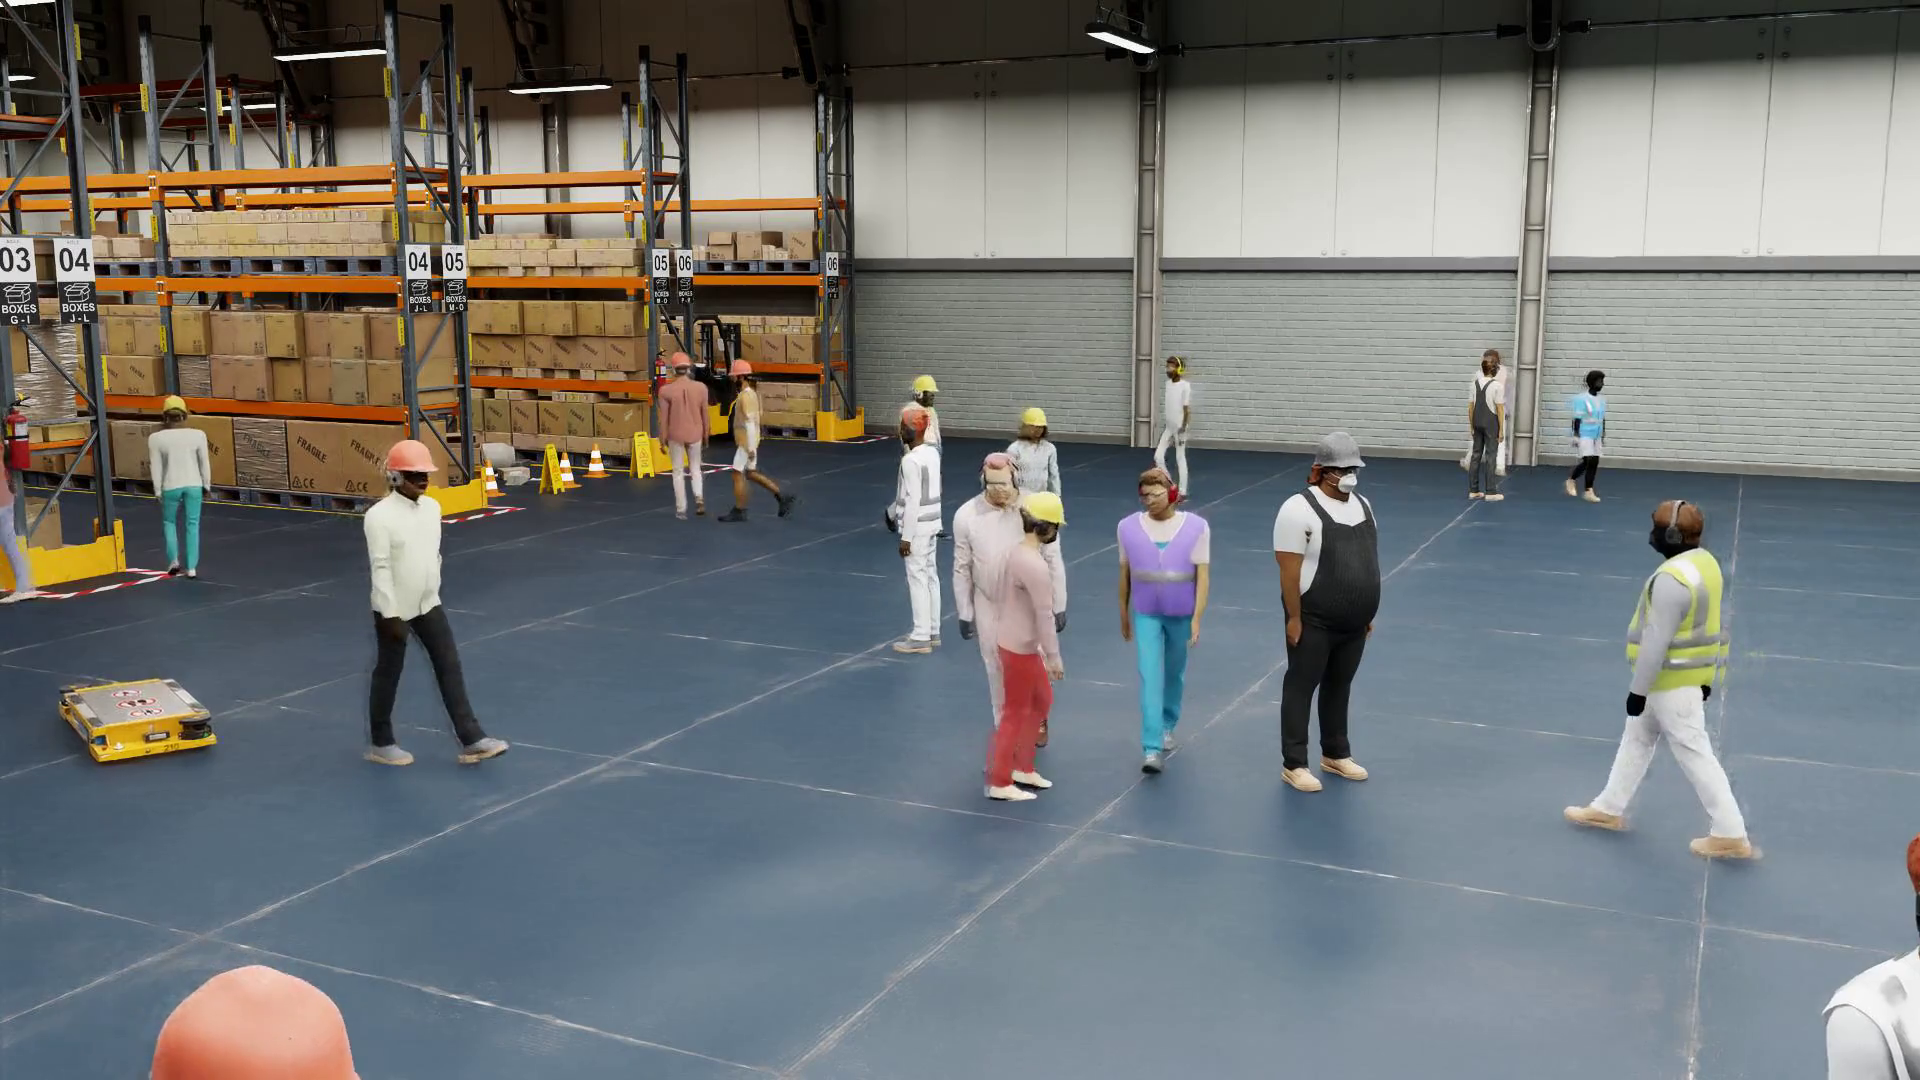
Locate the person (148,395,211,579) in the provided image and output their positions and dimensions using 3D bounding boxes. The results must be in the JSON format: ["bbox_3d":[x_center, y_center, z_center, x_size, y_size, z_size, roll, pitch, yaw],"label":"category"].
[{"bbox_3d":[-7.445,-0.507,15.910,0.530,1.751,0.517,-5,10,-28],"label":"person"}]

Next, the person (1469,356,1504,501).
[{"bbox_3d":[6.720,-1.418,21.206,0.346,1.846,0.505,-7,11,-36],"label":"person"}]

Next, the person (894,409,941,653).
[{"bbox_3d":[-0.320,-0.072,12.832,0.337,1.882,0.584,3,10,19],"label":"person"}]

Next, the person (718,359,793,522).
[{"bbox_3d":[-2.399,-1.151,19.391,0.812,1.913,0.551,-1,9,-5],"label":"person"}]

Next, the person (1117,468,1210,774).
[{"bbox_3d":[1.194,0.457,9.896,0.553,1.777,0.988,2,9,9],"label":"person"}]

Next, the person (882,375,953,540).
[{"bbox_3d":[-0.459,-0.898,18.114,0.746,1.810,0.593,6,11,31],"label":"person"}]

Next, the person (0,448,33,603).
[{"bbox_3d":[-8.593,-0.289,14.628,0.725,1.731,0.529,-3,10,-16],"label":"person"}]

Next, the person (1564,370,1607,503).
[{"bbox_3d":[7.947,-1.311,21.001,0.543,1.682,0.389,-5,11,-28],"label":"person"}]

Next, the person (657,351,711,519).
[{"bbox_3d":[-3.251,-1.221,19.564,0.638,1.983,0.441,-4,10,-24],"label":"person"}]

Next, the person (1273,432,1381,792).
[{"bbox_3d":[2.136,0.398,9.472,0.673,2.000,0.536,-6,11,-32],"label":"person"}]

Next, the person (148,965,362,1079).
[{"bbox_3d":[-0.952,1.562,2.348,0.466,2.029,0.627,8,13,42],"label":"person"}]

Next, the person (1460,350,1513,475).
[{"bbox_3d":[7.635,-1.853,24.050,0.640,1.790,0.933,-1,9,-8],"label":"person"}]

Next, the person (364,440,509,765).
[{"bbox_3d":[-3.137,0.396,9.756,0.979,1.950,0.630,5,10,26],"label":"person"}]

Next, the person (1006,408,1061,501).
[{"bbox_3d":[0.691,-0.318,14.858,0.503,1.708,0.841,-4,10,-25],"label":"person"}]

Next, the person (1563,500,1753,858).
[{"bbox_3d":[3.621,0.691,8.438,0.950,1.798,0.641,7,11,35],"label":"person"}]

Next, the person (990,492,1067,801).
[{"bbox_3d":[0.390,0.603,9.194,0.547,1.738,0.559,-1,9,-8],"label":"person"}]

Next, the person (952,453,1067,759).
[{"bbox_3d":[0.292,0.402,9.960,0.688,1.877,0.486,2,9,10],"label":"person"}]

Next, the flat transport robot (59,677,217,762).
[{"bbox_3d":[-5.232,1.107,10.536,0.652,0.197,1.431,-7,11,-36],"label":"flat transport robot"}]

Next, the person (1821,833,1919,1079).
[{"bbox_3d":[1.951,1.474,3.359,0.583,1.882,0.350,-5,11,-29],"label":"person"}]

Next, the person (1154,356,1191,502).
[{"bbox_3d":[2.627,-1.376,20.911,0.642,1.853,0.554,-6,11,-31],"label":"person"}]
